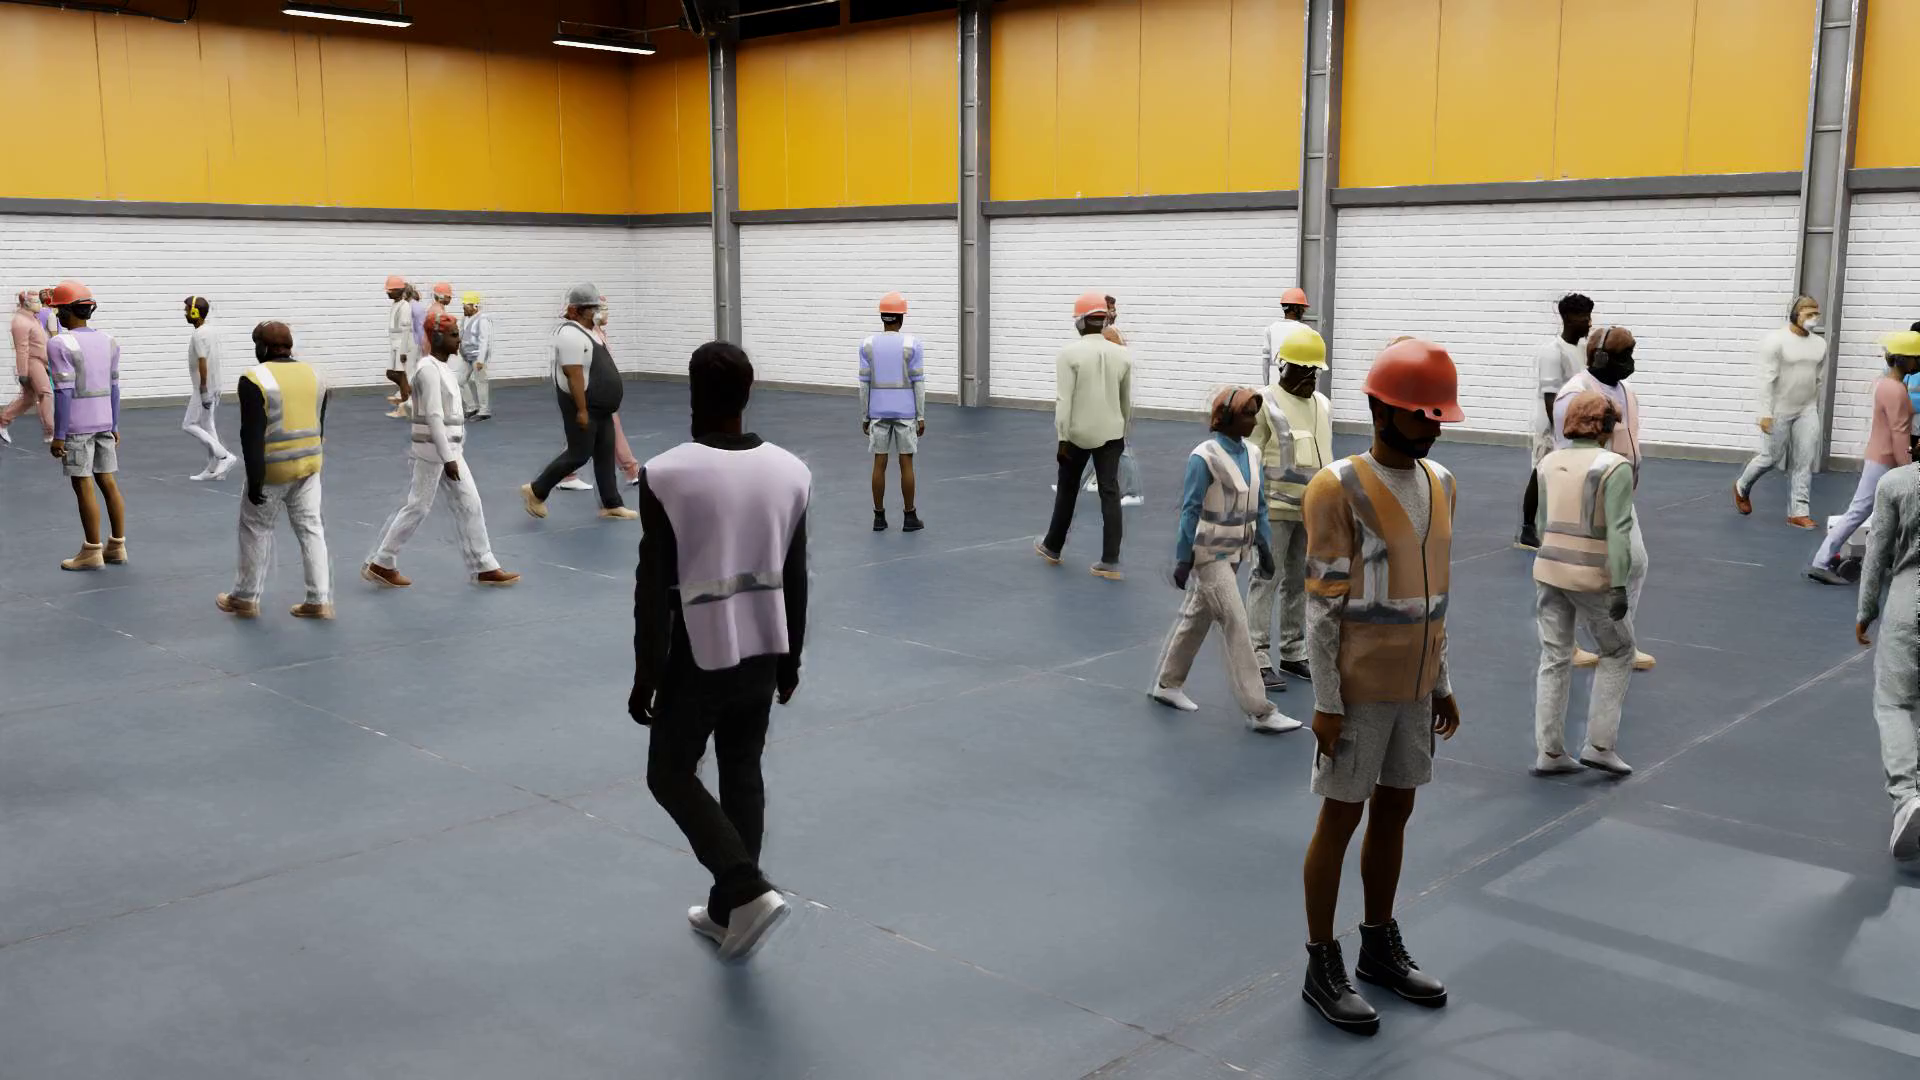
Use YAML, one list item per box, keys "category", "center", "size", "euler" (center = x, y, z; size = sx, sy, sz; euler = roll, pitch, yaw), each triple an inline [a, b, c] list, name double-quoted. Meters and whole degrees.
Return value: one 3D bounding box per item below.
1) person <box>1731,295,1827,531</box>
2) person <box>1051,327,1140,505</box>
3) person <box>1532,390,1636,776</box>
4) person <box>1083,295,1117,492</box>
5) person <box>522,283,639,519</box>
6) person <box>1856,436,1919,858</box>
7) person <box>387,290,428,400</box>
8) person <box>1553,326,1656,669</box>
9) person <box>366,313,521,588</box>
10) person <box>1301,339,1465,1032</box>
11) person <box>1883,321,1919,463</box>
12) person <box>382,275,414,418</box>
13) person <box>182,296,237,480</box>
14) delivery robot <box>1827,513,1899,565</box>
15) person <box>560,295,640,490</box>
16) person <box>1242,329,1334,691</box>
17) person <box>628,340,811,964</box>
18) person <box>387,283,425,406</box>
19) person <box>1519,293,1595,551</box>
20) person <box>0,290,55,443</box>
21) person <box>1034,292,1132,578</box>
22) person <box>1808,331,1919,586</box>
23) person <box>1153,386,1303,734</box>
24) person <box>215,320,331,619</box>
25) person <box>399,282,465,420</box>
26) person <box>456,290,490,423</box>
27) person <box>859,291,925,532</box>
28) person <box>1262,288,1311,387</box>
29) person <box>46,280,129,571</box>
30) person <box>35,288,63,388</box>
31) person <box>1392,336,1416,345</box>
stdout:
- category: "person"
  center: [6.807, -1.063, 13.743]
  size: [0.635, 1.913, 0.831]
  euler: [-2, 9, -11]
- category: "person"
  center: [1.245, -1.102, 14.916]
  size: [0.825, 1.585, 0.523]
  euler: [1, 9, 5]
- category: "person"
  center: [2.618, 0.188, 6.944]
  size: [0.495, 1.609, 0.583]
  euler: [-4, 10, -24]
- category: "person"
  center: [1.342, -1.394, 15.882]
  size: [0.330, 1.872, 0.512]
  euler: [0, 9, -2]
- category: "person"
  center: [-3.208, -1.165, 13.958]
  size: [0.863, 2.000, 0.688]
  euler: [1, 9, 6]
- category: "person"
  center: [3.547, 0.296, 6.046]
  size: [0.507, 1.706, 0.754]
  euler: [5, 10, 27]
- category: "person"
  center: [-8.722, -3.105, 26.626]
  size: [0.978, 1.793, 0.646]
  euler: [-7, 12, -38]
- category: "person"
  center: [3.421, -0.201, 8.717]
  size: [0.660, 1.818, 0.694]
  euler: [-8, 12, -40]
- category: "person"
  center: [-3.492, -0.579, 11.015]
  size: [0.985, 1.842, 0.575]
  euler: [0, 9, 0]
- category: "person"
  center: [1.210, 0.403, 4.689]
  size: [0.543, 1.928, 0.372]
  euler: [-6, 11, -33]
- category: "person"
  center: [8.998, -1.265, 15.773]
  size: [0.577, 1.631, 0.864]
  euler: [9, 13, 43]
- category: "person"
  center: [-7.935, -2.737, 23.626]
  size: [0.480, 2.032, 0.640]
  euler: [-6, 11, -32]
- category: "person"
  center: [-7.550, -1.507, 16.614]
  size: [0.434, 1.854, 0.519]
  euler: [0, 9, -3]
- category: "delivery robot"
  center: [6.318, -0.042, 11.326]
  size: [0.707, 0.478, 0.477]
  euler: [1, 9, 6]
- category: "person"
  center: [-3.393, -1.398, 15.910]
  size: [0.982, 1.858, 0.670]
  euler: [-1, 9, -6]
- category: "person"
  center: [1.681, -0.157, 8.442]
  size: [0.586, 1.823, 0.403]
  euler: [-7, 11, -35]
- category: "person"
  center: [-0.704, 0.353, 5.050]
  size: [0.622, 1.904, 0.543]
  euler: [-8, 12, -42]
- category: "person"
  center: [-8.558, -3.003, 25.659]
  size: [0.903, 1.902, 0.638]
  euler: [-7, 11, -35]
- category: "person"
  center: [4.573, -0.834, 12.248]
  size: [0.630, 1.928, 0.919]
  euler: [-8, 12, -41]
- category: "person"
  center: [-11.336, -2.098, 20.198]
  size: [0.882, 1.875, 0.647]
  euler: [-4, 10, -22]
- category: "person"
  center: [0.880, -0.746, 11.637]
  size: [0.658, 1.945, 0.980]
  euler: [-4, 10, -24]
- category: "person"
  center: [6.140, -0.517, 10.977]
  size: [0.925, 1.715, 0.545]
  euler: [5, 10, 27]
- category: "person"
  center: [1.240, 0.074, 7.746]
  size: [0.881, 1.580, 0.519]
  euler: [8, 12, 39]
- category: "person"
  center: [-4.202, -0.421, 10.103]
  size: [0.850, 1.805, 0.646]
  euler: [5, 10, 27]
- category: "person"
  center: [-7.363, -2.616, 23.162]
  size: [0.910, 1.955, 0.664]
  euler: [-4, 10, -26]
- category: "person"
  center: [-6.723, -2.512, 22.868]
  size: [0.607, 1.816, 0.520]
  euler: [8, 12, 41]
- category: "person"
  center: [-0.539, -1.030, 13.441]
  size: [0.542, 1.939, 0.359]
  euler: [2, 9, 11]
- category: "person"
  center: [3.280, -1.539, 16.578]
  size: [0.548, 1.932, 0.377]
  euler: [9, 13, 44]
- category: "person"
  center: [-6.187, -0.803, 11.728]
  size: [0.378, 2.041, 0.616]
  euler: [2, 9, 12]
- category: "person"
  center: [-12.791, -2.600, 23.351]
  size: [0.563, 1.844, 0.393]
  euler: [8, 12, 39]
- category: "person"
  center: [3.286, -0.755, 12.730]
  size: [0.498, 1.617, 0.515]
  euler: [2, 9, 10]
